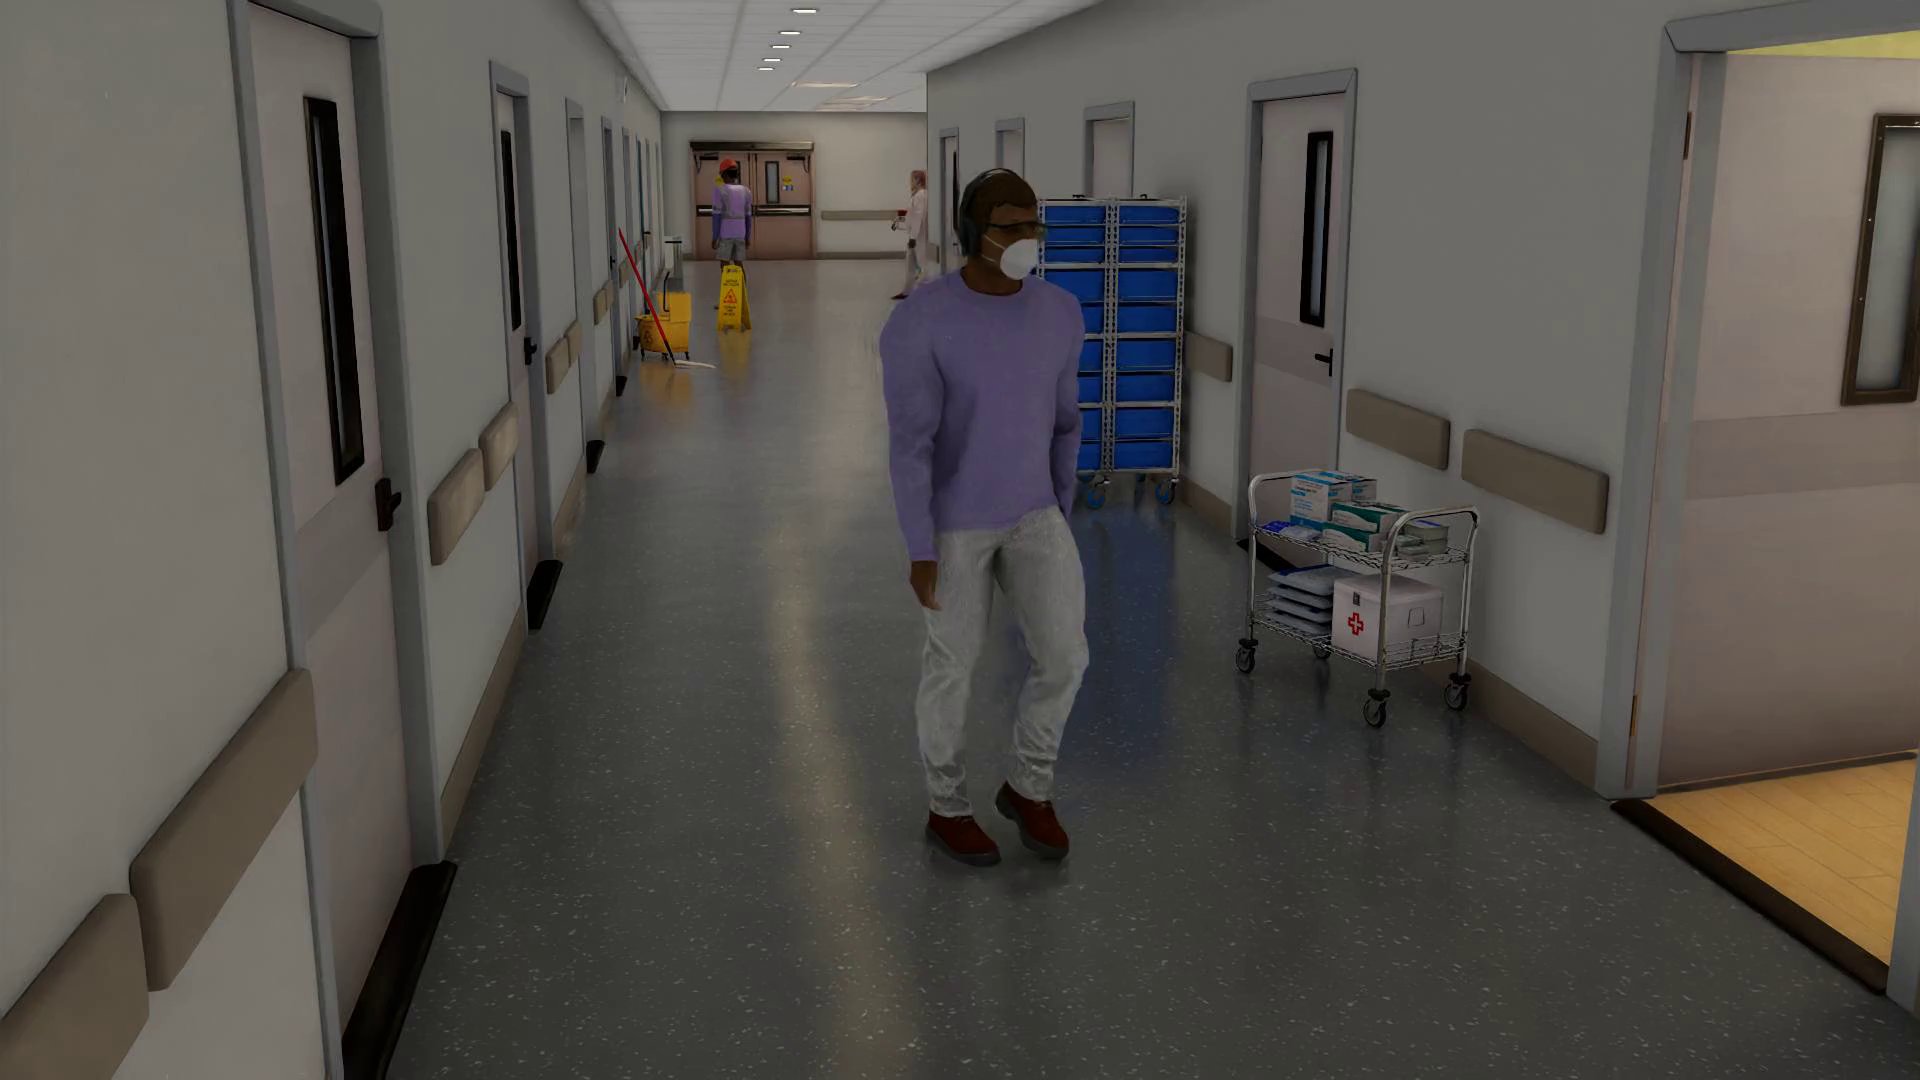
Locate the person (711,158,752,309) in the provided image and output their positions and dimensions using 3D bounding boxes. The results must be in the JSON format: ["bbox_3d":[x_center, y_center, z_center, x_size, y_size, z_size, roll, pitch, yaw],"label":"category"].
[{"bbox_3d":[-3.120,-4.151,22.622,0.618,2.028,0.409,-12,17,-42],"label":"person"}]

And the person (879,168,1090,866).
[{"bbox_3d":[0.087,-0.024,4.518,0.629,1.921,0.562,-6,14,-26],"label":"person"}]
